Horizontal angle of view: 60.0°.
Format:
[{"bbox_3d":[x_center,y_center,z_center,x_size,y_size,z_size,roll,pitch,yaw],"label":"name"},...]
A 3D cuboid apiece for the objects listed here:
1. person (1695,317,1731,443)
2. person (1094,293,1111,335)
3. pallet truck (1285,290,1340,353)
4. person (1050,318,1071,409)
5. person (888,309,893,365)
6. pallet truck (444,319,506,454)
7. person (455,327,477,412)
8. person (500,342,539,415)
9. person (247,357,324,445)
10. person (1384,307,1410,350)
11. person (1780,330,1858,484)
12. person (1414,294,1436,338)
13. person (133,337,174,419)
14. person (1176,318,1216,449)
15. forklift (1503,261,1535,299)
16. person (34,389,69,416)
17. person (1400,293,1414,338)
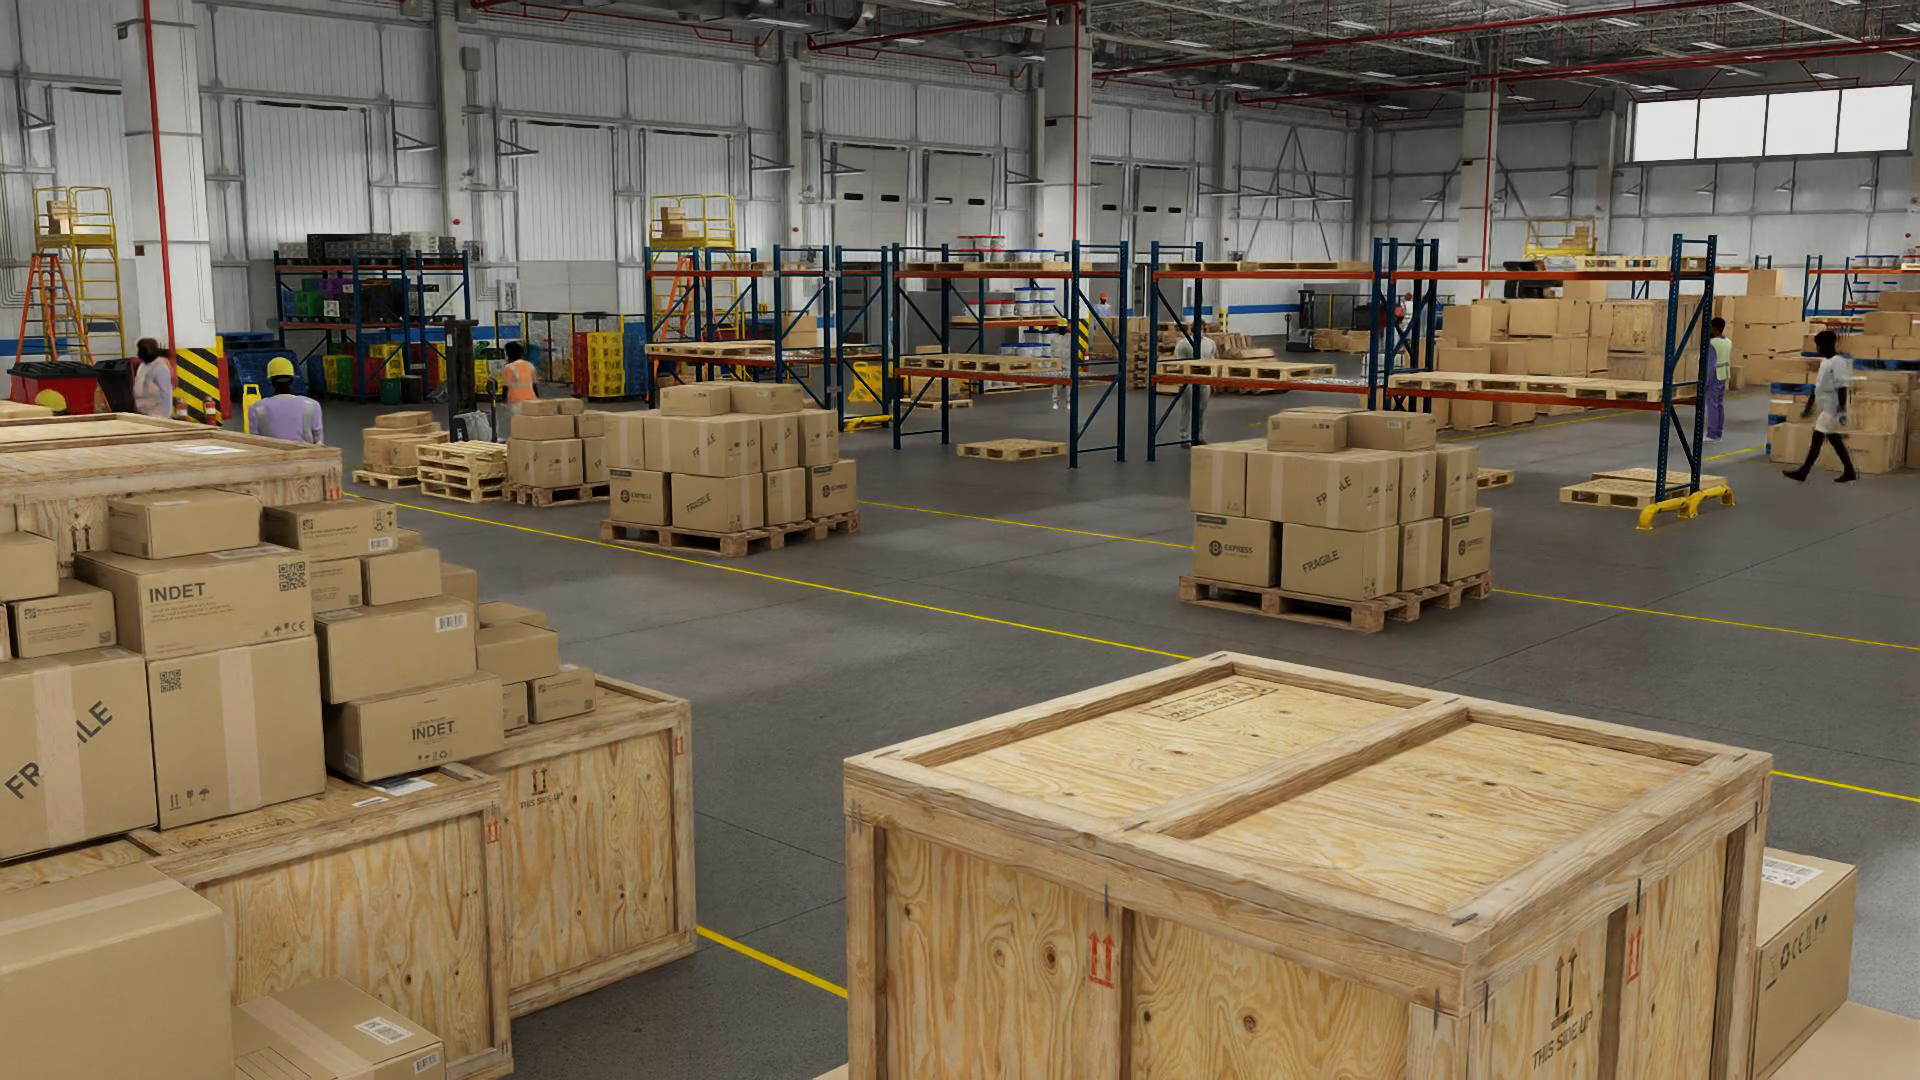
[{"bbox_3d":[11.570,-2.443,25.466,0.592,1.919,0.392,-9,13,-44],"label":"person"},{"bbox_3d":[4.392,-6.643,51.200,0.543,1.929,0.386,-1,9,-8],"label":"person"},{"bbox_3d":[11.297,-6.951,52.861,1.885,1.965,0.823,-5,11,-29],"label":"pallet truck"},{"bbox_3d":[1.936,-3.333,31.479,0.485,1.737,0.320,2,9,10],"label":"person"},{"bbox_3d":[-1.730,-5.264,43.643,0.314,1.634,0.516,3,10,19],"label":"person"},{"bbox_3d":[-6.981,-1.942,22.150,1.885,1.965,0.823,1,9,9],"label":"pallet truck"},{"bbox_3d":[-7.990,-2.610,26.724,0.346,1.843,0.506,4,10,21],"label":"person"},{"bbox_3d":[-6.096,-1.917,23.039,0.793,1.643,0.591,7,11,35],"label":"person"},{"bbox_3d":[-5.666,-0.577,14.030,0.588,1.918,0.399,-4,10,-22],"label":"person"},{"bbox_3d":[8.506,-3.569,32.374,0.551,1.925,0.438,7,11,36],"label":"person"},{"bbox_3d":[10.724,-1.632,20.552,0.888,1.910,0.615,3,10,18],"label":"person"},{"bbox_3d":[13.263,-6.040,47.459,0.627,1.940,0.377,5,11,29],"label":"person"},{"bbox_3d":[-9.840,-1.579,20.448,0.583,1.827,0.633,-8,12,-41],"label":"person"},{"bbox_3d":[3.504,-2.321,24.674,0.627,1.933,0.371,-3,10,-18],"label":"person"},{"bbox_3d":[12.701,-4.971,38.022,1.873,2.768,1.129,9,13,43],"label":"forklift"},{"bbox_3d":[-6.987,-0.324,13.012,0.535,1.740,0.761,3,10,19],"label":"person"},{"bbox_3d":[14.574,-7.102,54.134,0.578,1.882,0.346,-1,9,-7],"label":"person"}]
